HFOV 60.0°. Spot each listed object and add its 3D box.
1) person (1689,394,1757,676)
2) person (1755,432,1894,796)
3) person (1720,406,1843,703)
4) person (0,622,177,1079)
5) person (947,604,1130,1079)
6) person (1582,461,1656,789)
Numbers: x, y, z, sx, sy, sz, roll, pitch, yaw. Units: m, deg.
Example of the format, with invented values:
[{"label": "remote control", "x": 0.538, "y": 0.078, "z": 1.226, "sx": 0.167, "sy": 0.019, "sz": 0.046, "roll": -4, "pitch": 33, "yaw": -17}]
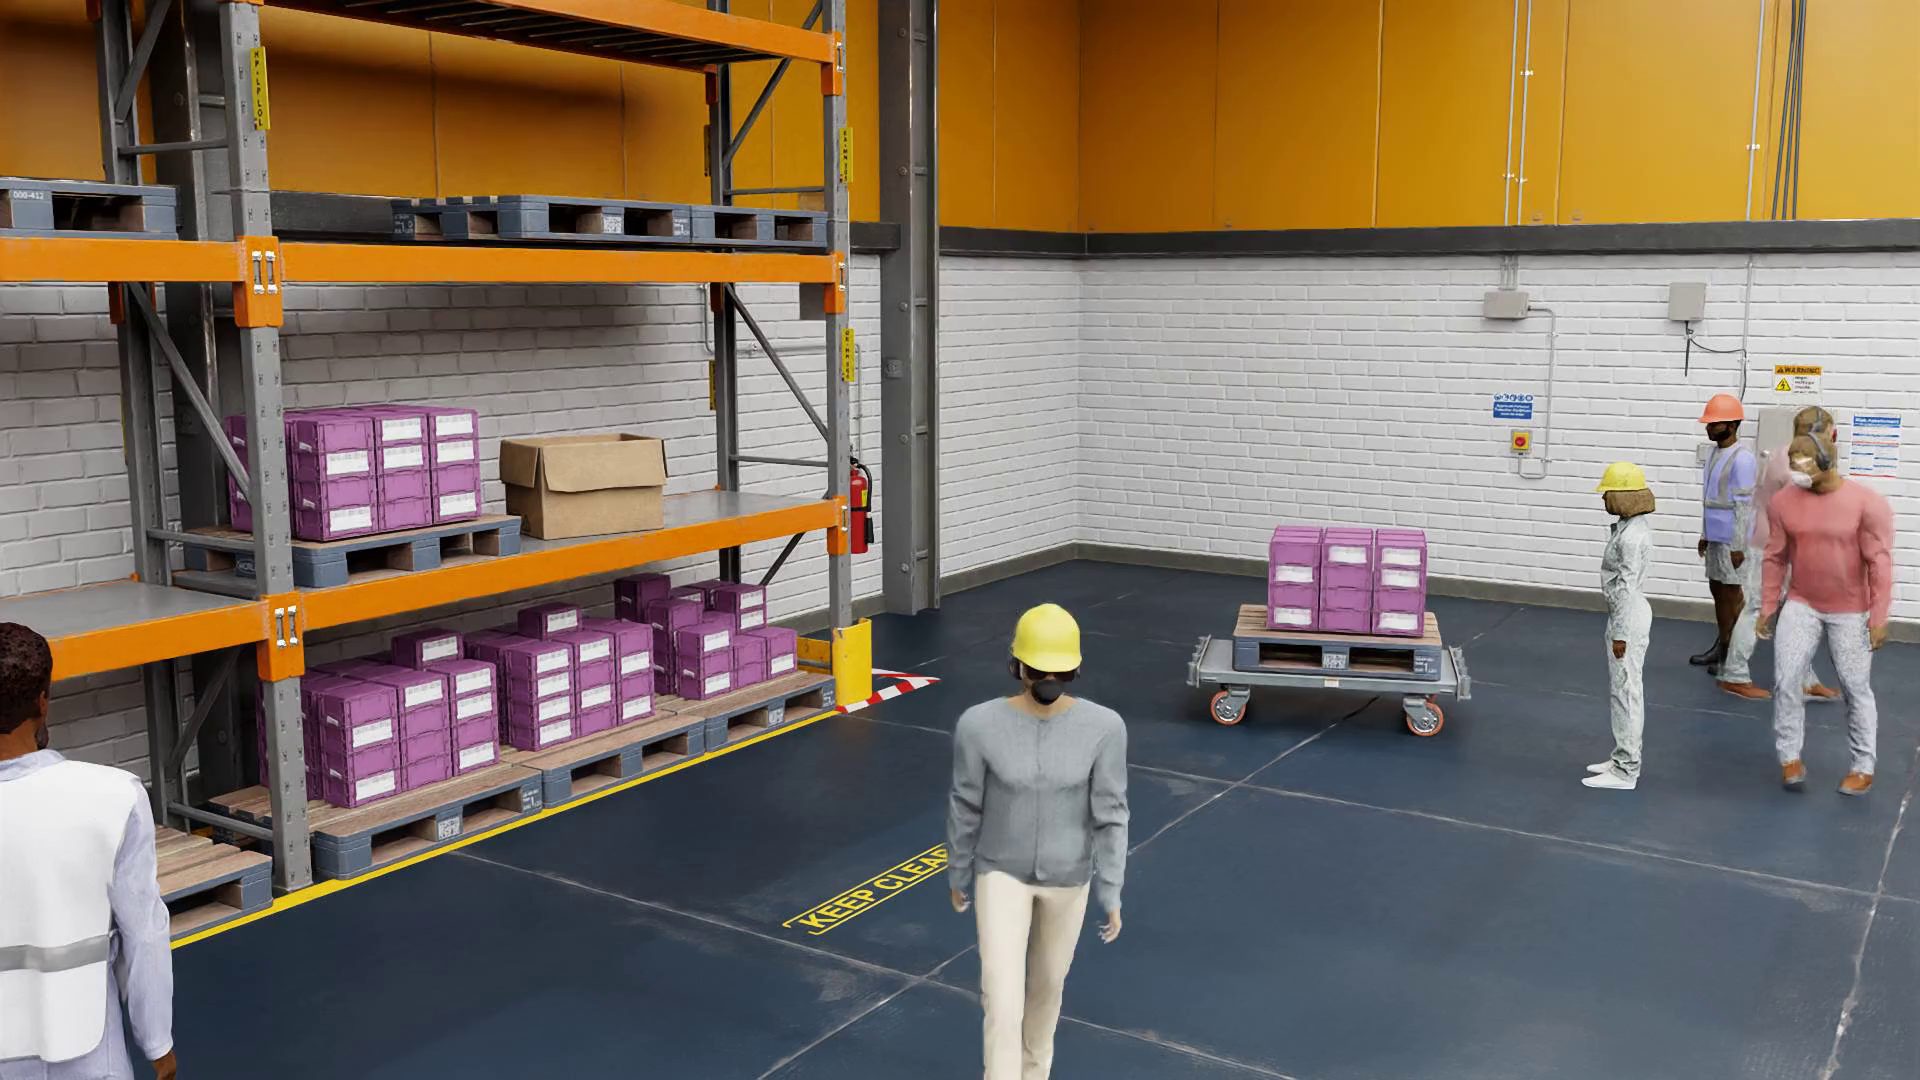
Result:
[{"label": "person", "x": 5.200, "y": -0.035, "z": 11.359, "sx": 0.431, "sy": 1.924, "sz": 0.557, "roll": 0, "pitch": 9, "yaw": 2}, {"label": "person", "x": 4.520, "y": 0.383, "z": 8.690, "sx": 0.488, "sy": 1.900, "sz": 0.646, "roll": -8, "pitch": 12, "yaw": -42}, {"label": "person", "x": 5.283, "y": 0.104, "z": 10.514, "sx": 0.828, "sy": 1.885, "sz": 0.728, "roll": 4, "pitch": 10, "yaw": 23}, {"label": "person", "x": -2.078, "y": 1.135, "z": 3.733, "sx": 0.588, "sy": 1.920, "sz": 0.392, "roll": -3, "pitch": 9, "yaw": -17}, {"label": "person", "x": 0.236, "y": 1.038, "z": 4.970, "sx": 0.532, "sy": 1.727, "sz": 0.795, "roll": -1, "pitch": 9, "yaw": -5}, {"label": "person", "x": 3.486, "y": 0.448, "z": 8.803, "sx": 0.321, "sy": 1.737, "sz": 0.483, "roll": 4, "pitch": 10, "yaw": 23}]
